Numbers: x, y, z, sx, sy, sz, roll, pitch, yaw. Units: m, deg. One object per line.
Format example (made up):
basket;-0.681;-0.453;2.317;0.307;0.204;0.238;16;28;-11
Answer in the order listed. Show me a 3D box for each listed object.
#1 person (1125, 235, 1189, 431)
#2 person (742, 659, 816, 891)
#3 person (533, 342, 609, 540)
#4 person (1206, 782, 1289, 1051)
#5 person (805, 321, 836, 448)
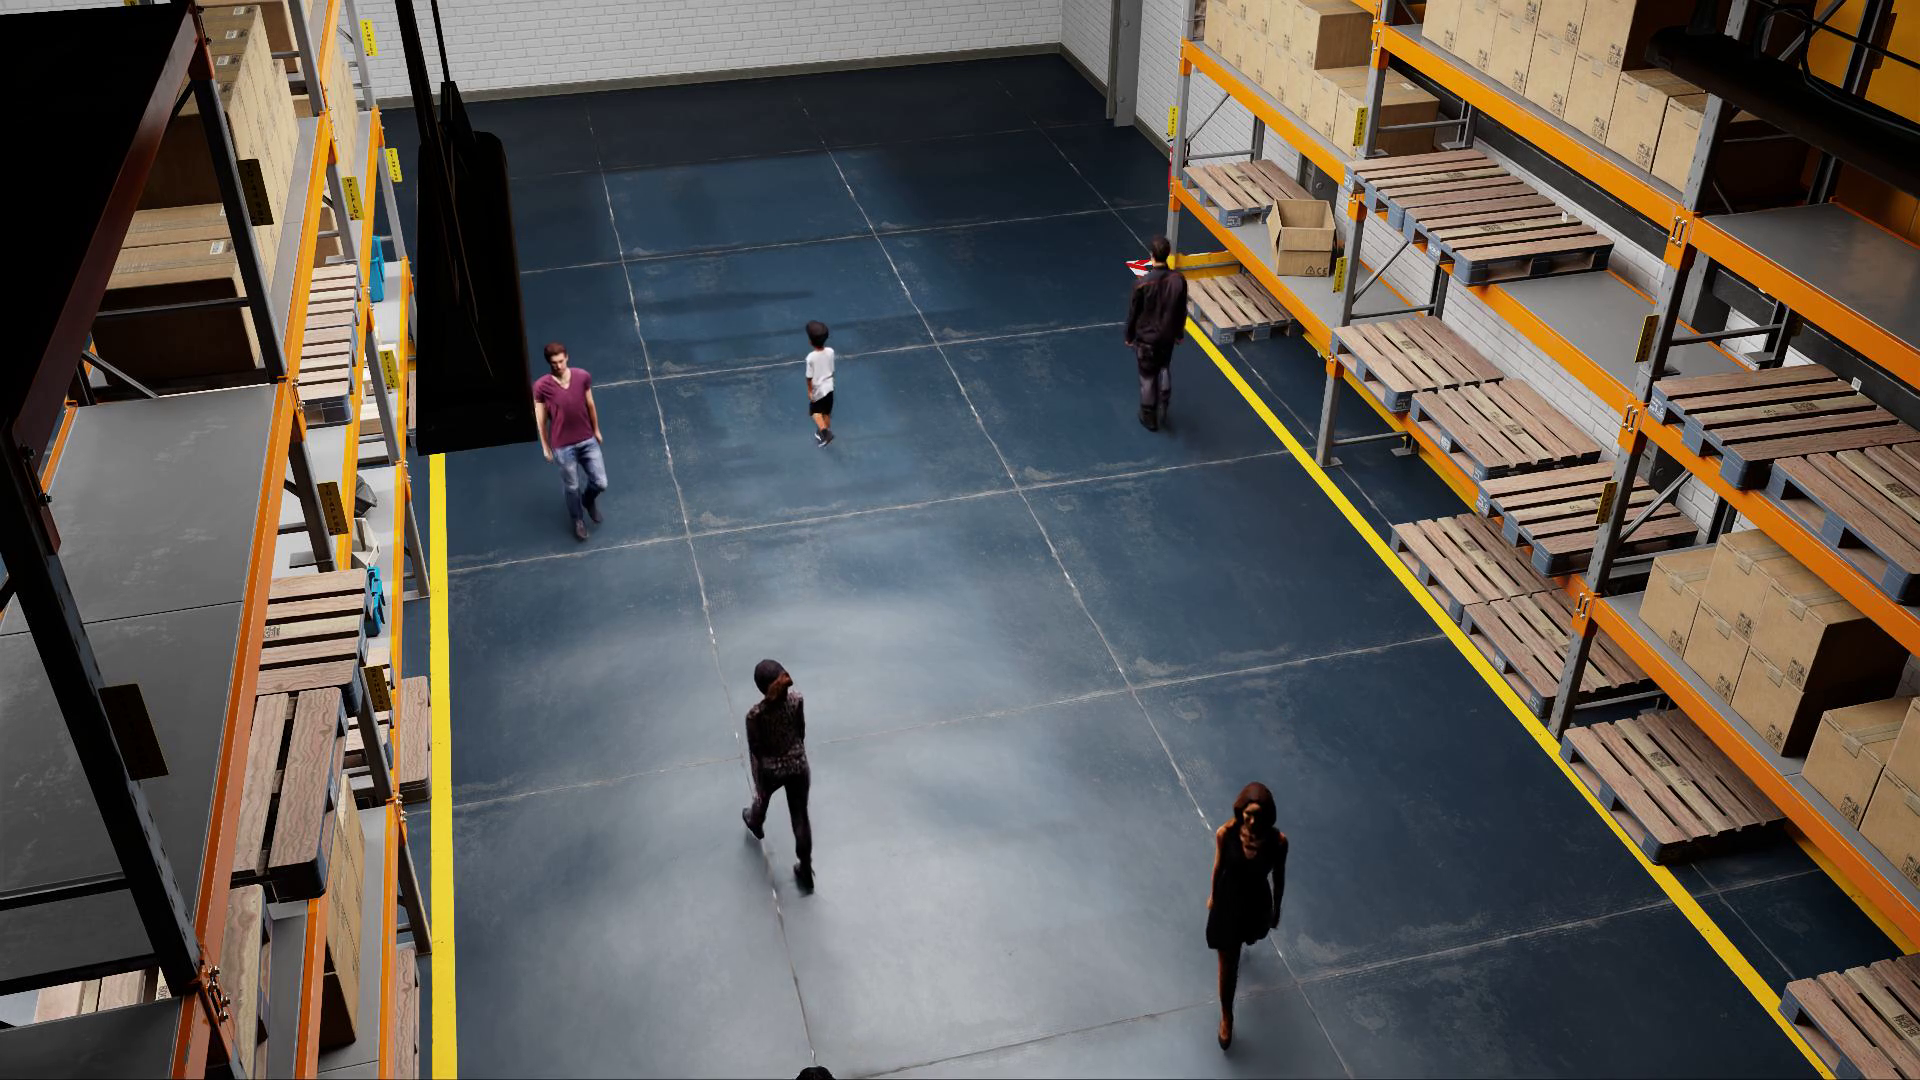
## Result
person;1.865;-1.880;15.532;0.719;1.929;0.666;-9;35;-14
person;-1.094;1.532;10.624;0.736;1.678;1.091;-15;36;-21
person;-3.313;-0.887;14.124;0.747;1.834;0.756;-16;37;-23
person;1.655;2.082;9.680;0.884;1.807;1.175;5;34;8
person;-1.257;-1.419;15.452;0.600;1.249;0.694;-23;40;-30
